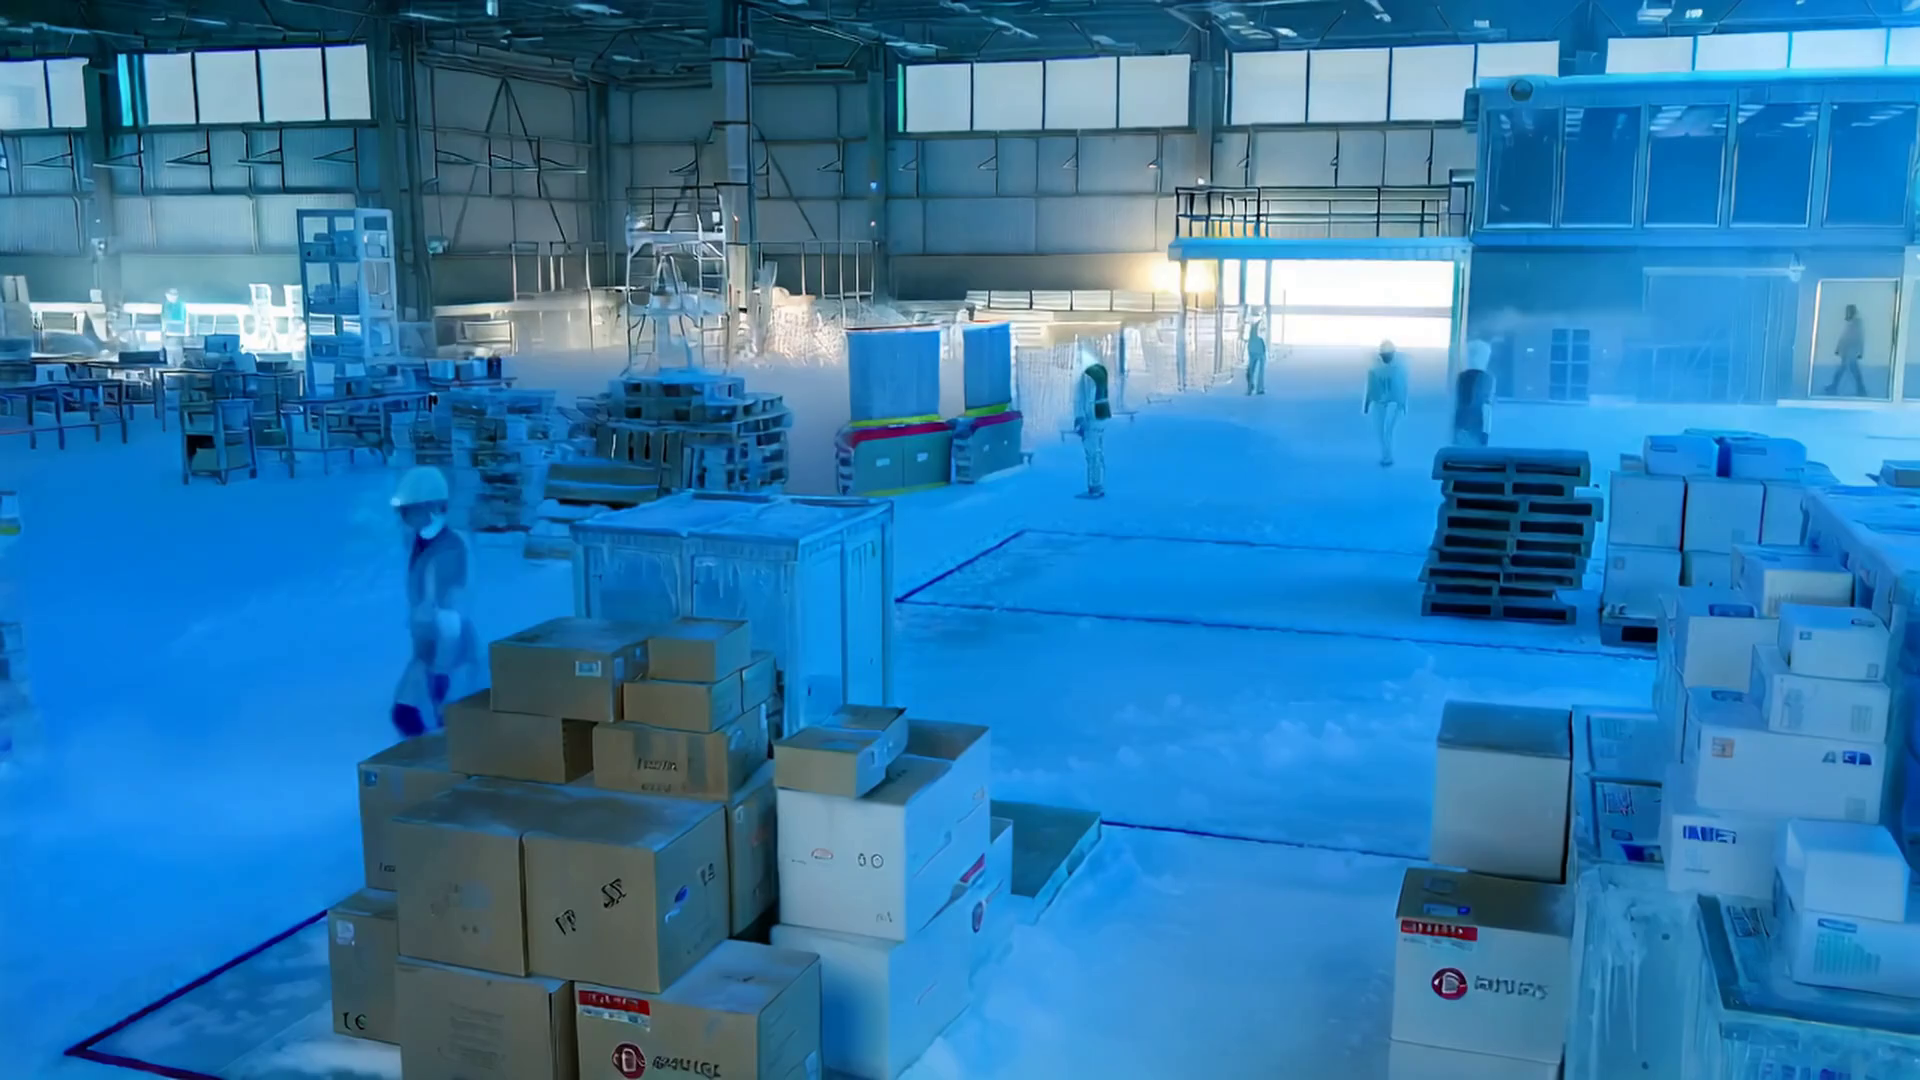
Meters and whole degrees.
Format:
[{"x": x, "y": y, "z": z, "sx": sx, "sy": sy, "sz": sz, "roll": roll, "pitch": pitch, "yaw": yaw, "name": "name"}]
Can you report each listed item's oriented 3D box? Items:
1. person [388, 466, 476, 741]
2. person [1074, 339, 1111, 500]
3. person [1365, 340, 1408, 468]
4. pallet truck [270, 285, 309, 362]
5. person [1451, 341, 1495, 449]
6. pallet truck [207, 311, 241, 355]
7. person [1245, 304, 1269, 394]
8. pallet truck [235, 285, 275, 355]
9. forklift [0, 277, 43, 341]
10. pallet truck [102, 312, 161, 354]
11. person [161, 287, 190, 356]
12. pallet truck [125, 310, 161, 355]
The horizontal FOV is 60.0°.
[{"x": -2.745, "y": 0.579, "z": 8.513, "sx": 0.576, "sy": 1.919, "sz": 0.560, "roll": -7, "pitch": 12, "yaw": -33, "name": "person"}, {"x": 1.594, "y": -1.436, "z": 19.874, "sx": 0.391, "sy": 1.919, "sz": 0.593, "roll": 4, "pitch": 11, "yaw": 23, "name": "person"}, {"x": 5.811, "y": -1.856, "z": 22.765, "sx": 0.550, "sy": 1.726, "sz": 0.848, "roll": 8, "pitch": 13, "yaw": 37, "name": "person"}, {"x": -17.147, "y": -5.700, "z": 43.663, "sx": 0.823, "sy": 1.965, "sz": 1.885, "roll": 3, "pitch": 11, "yaw": 17, "name": "pallet truck"}, {"x": 6.036, "y": -1.335, "z": 19.278, "sx": 0.960, "sy": 1.919, "sz": 0.635, "roll": -5, "pitch": 11, "yaw": -26, "name": "person"}, {"x": -19.537, "y": -5.575, "z": 44.913, "sx": 0.653, "sy": 1.274, "sz": 1.630, "roll": 3, "pitch": 11, "yaw": 19, "name": "pallet truck"}, {"x": 6.061, "y": -3.888, "z": 33.884, "sx": 0.512, "sy": 1.846, "sz": 0.340, "roll": 8, "pitch": 13, "yaw": 38, "name": "person"}, {"x": -18.327, "y": -5.835, "z": 44.421, "sx": 0.823, "sy": 1.965, "sz": 1.885, "roll": 4, "pitch": 11, "yaw": 23, "name": "pallet truck"}, {"x": -27.151, "y": -6.329, "z": 46.328, "sx": 1.157, "sy": 1.987, "sz": 2.680, "roll": 3, "pitch": 11, "yaw": 17, "name": "forklift"}, {"x": -23.057, "y": -5.777, "z": 46.261, "sx": 0.680, "sy": 1.201, "sz": 1.601, "roll": 3, "pitch": 11, "yaw": 19, "name": "pallet truck"}, {"x": -18.438, "y": -4.913, "z": 39.099, "sx": 0.612, "sy": 2.043, "sz": 0.374, "roll": -8, "pitch": 13, "yaw": -39, "name": "person"}, {"x": -22.038, "y": -5.665, "z": 45.457, "sx": 0.704, "sy": 1.261, "sz": 1.522, "roll": 3, "pitch": 11, "yaw": 17, "name": "pallet truck"}]
